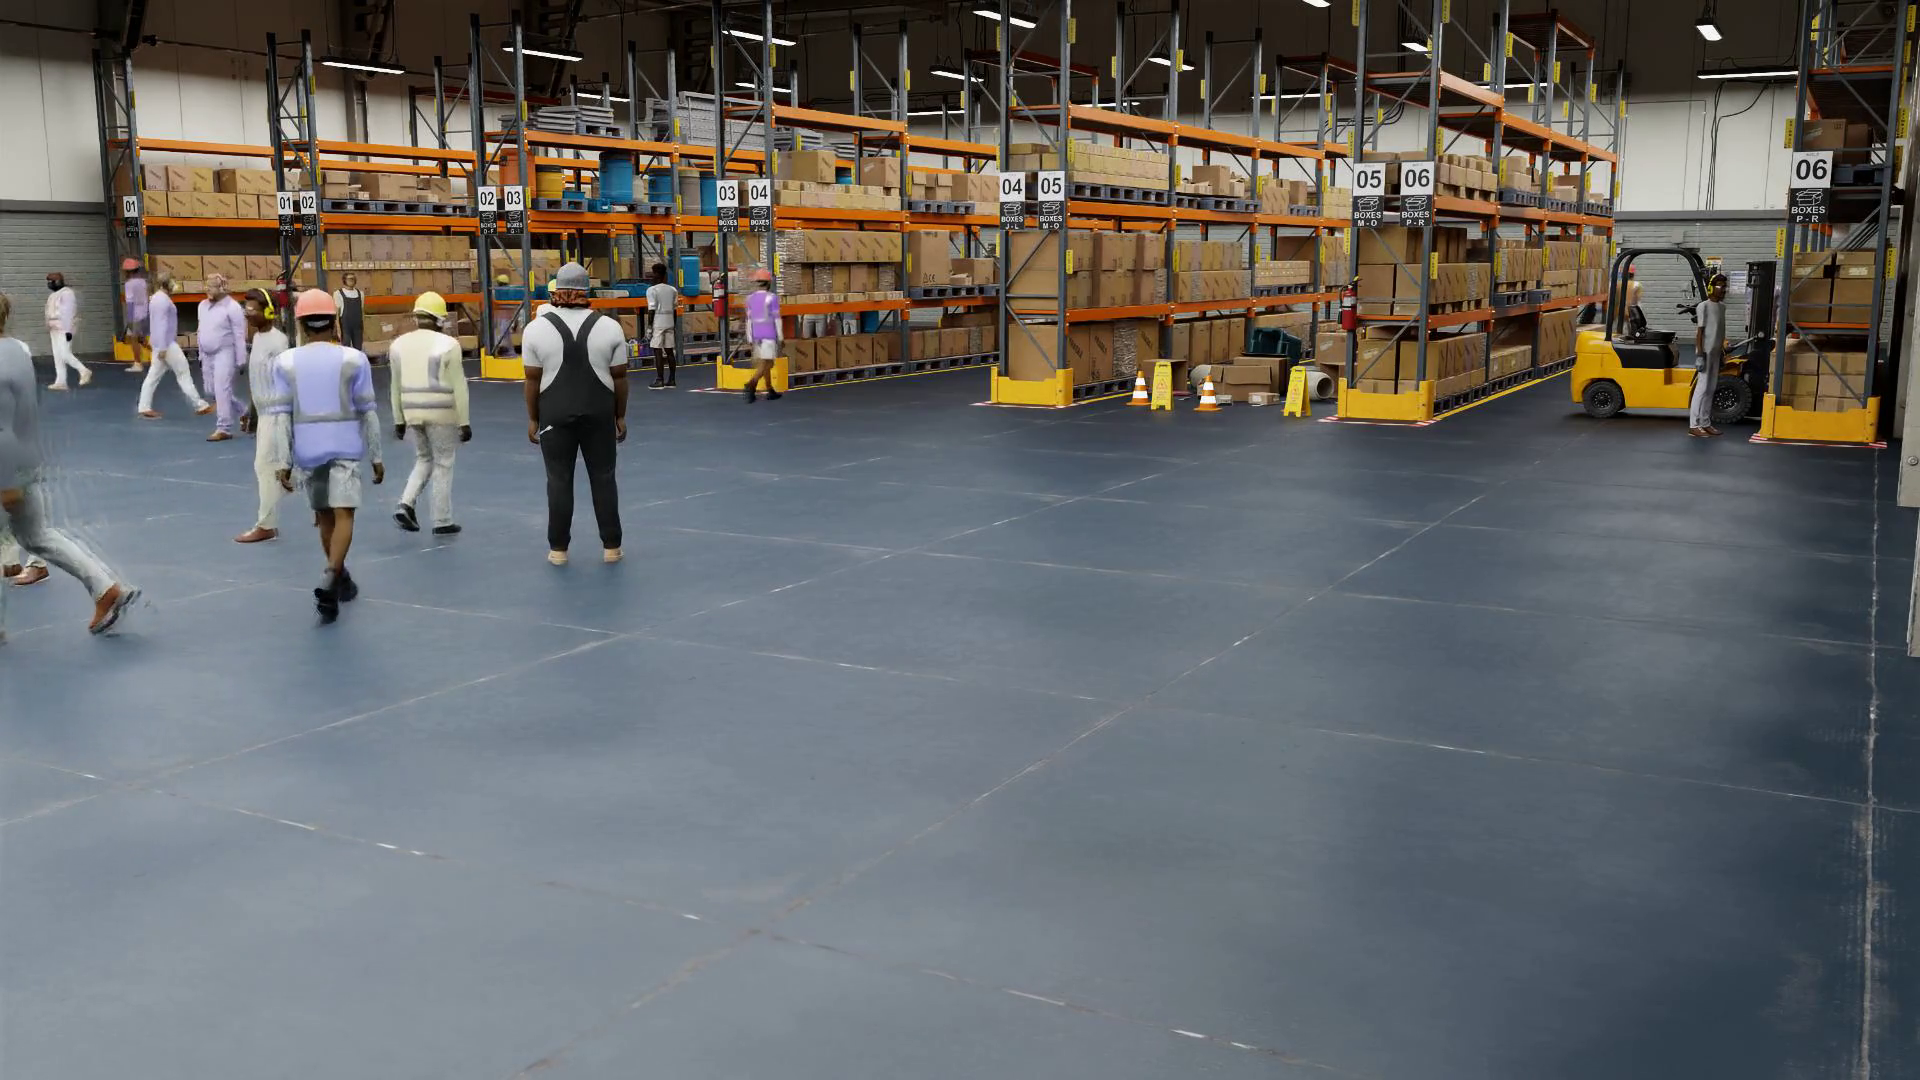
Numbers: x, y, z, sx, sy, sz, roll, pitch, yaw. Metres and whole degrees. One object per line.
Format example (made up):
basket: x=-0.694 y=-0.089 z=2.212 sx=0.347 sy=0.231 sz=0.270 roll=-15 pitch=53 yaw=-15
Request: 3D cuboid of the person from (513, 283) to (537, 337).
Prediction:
person: x=-7.850 y=-3.902 z=30.365 sx=0.512 sy=1.602 sz=0.822 roll=5 pitch=11 yaw=28

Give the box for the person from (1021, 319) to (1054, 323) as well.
person: x=1.239 y=-3.544 z=27.021 sx=0.606 sy=2.035 sz=0.403 roll=5 pitch=11 yaw=29

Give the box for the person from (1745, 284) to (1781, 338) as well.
person: x=13.922 y=-3.791 z=28.813 sx=0.582 sy=1.918 sz=0.405 roll=5 pitch=11 yaw=26

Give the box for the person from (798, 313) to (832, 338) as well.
person: x=-2.566 y=-3.907 z=29.451 sx=0.629 sy=1.931 sz=0.374 roll=0 pitch=10 yaw=-1

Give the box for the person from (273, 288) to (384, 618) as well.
person: x=-3.678 y=-0.510 z=9.684 sx=0.570 sy=1.899 sz=0.938 roll=-2 pitch=10 yaw=-10

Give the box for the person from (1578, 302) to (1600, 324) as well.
person: x=13.535 y=-4.962 z=35.780 sx=0.472 sy=1.874 sz=0.646 roll=4 pitch=10 yaw=20

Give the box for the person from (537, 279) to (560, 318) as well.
person: x=-5.341 y=-2.566 z=22.066 sx=0.525 sy=1.769 sz=0.308 roll=-5 pitch=11 yaw=-28

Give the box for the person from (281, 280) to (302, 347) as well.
person: x=-13.689 y=-4.557 z=34.178 sx=0.508 sy=1.606 sz=0.763 roll=-1 pitch=10 yaw=-5

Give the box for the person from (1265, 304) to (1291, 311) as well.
person: x=7.328 y=-5.419 z=38.381 sx=0.670 sy=1.894 sz=0.430 roll=7 pitch=12 yaw=34

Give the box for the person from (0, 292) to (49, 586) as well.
person: x=-6.023 y=-0.640 z=10.484 sx=0.521 sy=1.873 sz=0.336 roll=5 pitch=11 yaw=25

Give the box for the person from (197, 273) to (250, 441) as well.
person: x=-8.341 y=-2.080 z=18.863 sx=0.650 sy=1.886 sz=0.685 roll=5 pitch=11 yaw=27

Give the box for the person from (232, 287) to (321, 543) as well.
person: x=-5.002 y=-0.919 z=12.170 sx=0.712 sy=1.851 sz=0.528 roll=-8 pitch=12 yaw=-38

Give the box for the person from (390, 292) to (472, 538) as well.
person: x=-3.883 y=-0.908 z=12.223 sx=0.608 sy=1.818 sz=0.464 roll=4 pitch=10 yaw=22

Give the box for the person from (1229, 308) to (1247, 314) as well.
person: x=6.190 y=-5.078 z=36.857 sx=0.488 sy=1.738 sz=0.322 roll=7 pitch=12 yaw=37

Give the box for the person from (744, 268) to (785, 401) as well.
person: x=-2.830 y=-2.926 z=23.768 sx=0.551 sy=1.913 sz=0.834 roll=7 pitch=12 yaw=35

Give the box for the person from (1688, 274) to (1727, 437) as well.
person: x=8.663 y=-2.123 z=19.169 sx=0.532 sy=1.870 sz=0.315 roll=-7 pitch=12 yaw=-37

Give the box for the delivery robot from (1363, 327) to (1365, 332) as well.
delivery robot: x=9.181 y=-4.649 z=37.525 sx=0.707 sy=0.478 sz=0.477 roll=-2 pitch=10 yaw=-14

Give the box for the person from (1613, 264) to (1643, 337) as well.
person: x=12.896 y=-4.354 z=32.128 sx=0.575 sy=1.900 sz=0.901 roll=6 pitch=11 yaw=31

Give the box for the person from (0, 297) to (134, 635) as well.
person: x=-4.979 y=-0.375 z=8.812 sx=0.899 sy=1.914 sz=0.632 roll=-2 pitch=10 yaw=-14

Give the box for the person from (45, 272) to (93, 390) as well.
person: x=-13.977 y=-3.258 z=25.925 sx=0.648 sy=1.831 sz=0.540 roll=8 pitch=13 yaw=40

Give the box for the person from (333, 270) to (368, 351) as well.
person: x=-9.737 y=-3.383 z=26.619 sx=0.345 sy=1.846 sz=0.506 roll=9 pitch=13 yaw=42

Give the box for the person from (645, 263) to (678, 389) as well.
person: x=-4.669 y=-3.336 z=25.984 sx=0.361 sy=1.964 sz=0.616 roll=7 pitch=12 yaw=35

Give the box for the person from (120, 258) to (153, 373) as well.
person: x=-14.622 y=-3.985 z=29.593 sx=0.553 sy=2.032 sz=0.624 roll=1 pitch=10 yaw=3

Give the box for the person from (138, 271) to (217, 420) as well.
person: x=-10.012 y=-2.465 z=21.129 sx=1.007 sy=1.882 sz=0.653 roll=-5 pitch=11 yaw=-29

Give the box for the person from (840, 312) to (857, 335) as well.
person: x=-2.114 y=-4.265 z=32.401 sx=0.508 sy=1.631 sz=0.274 roll=8 pitch=12 yaw=39

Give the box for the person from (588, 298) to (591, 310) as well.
person: x=-6.278 y=-3.447 z=27.145 sx=0.941 sy=1.805 sz=0.627 roll=1 pitch=10 yaw=4

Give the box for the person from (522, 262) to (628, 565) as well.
person: x=-2.598 y=-0.859 z=11.266 sx=0.688 sy=2.000 sz=0.535 roll=-3 pitch=10 yaw=-16

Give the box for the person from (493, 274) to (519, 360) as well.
person: x=-8.831 y=-4.270 z=32.183 sx=0.524 sy=1.749 sz=0.774 roll=9 pitch=13 yaw=42
